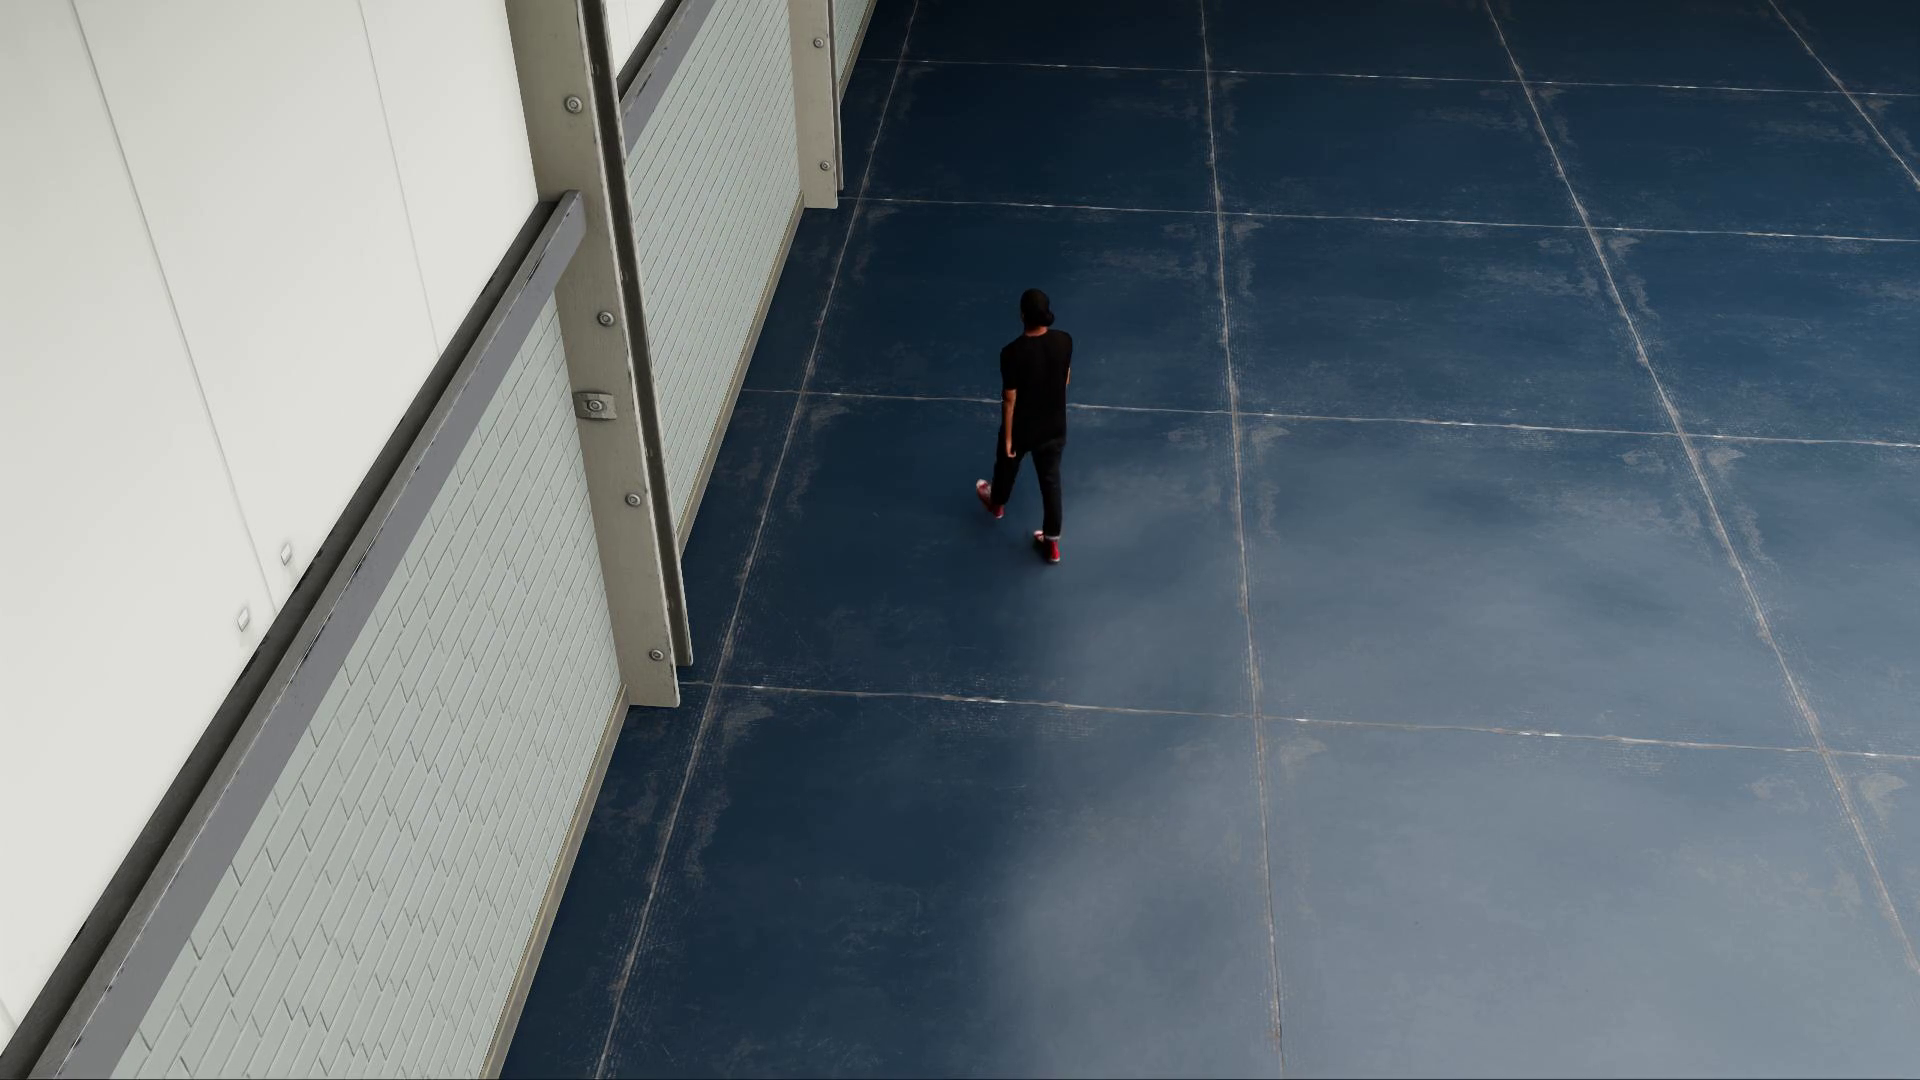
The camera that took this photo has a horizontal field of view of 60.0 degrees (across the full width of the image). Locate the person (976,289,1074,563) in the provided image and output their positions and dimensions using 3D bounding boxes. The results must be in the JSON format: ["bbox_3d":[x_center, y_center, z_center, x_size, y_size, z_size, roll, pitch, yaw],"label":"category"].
[{"bbox_3d":[0.478,-0.621,9.707,0.955,1.727,1.139,-15,40,-18],"label":"person"}]
